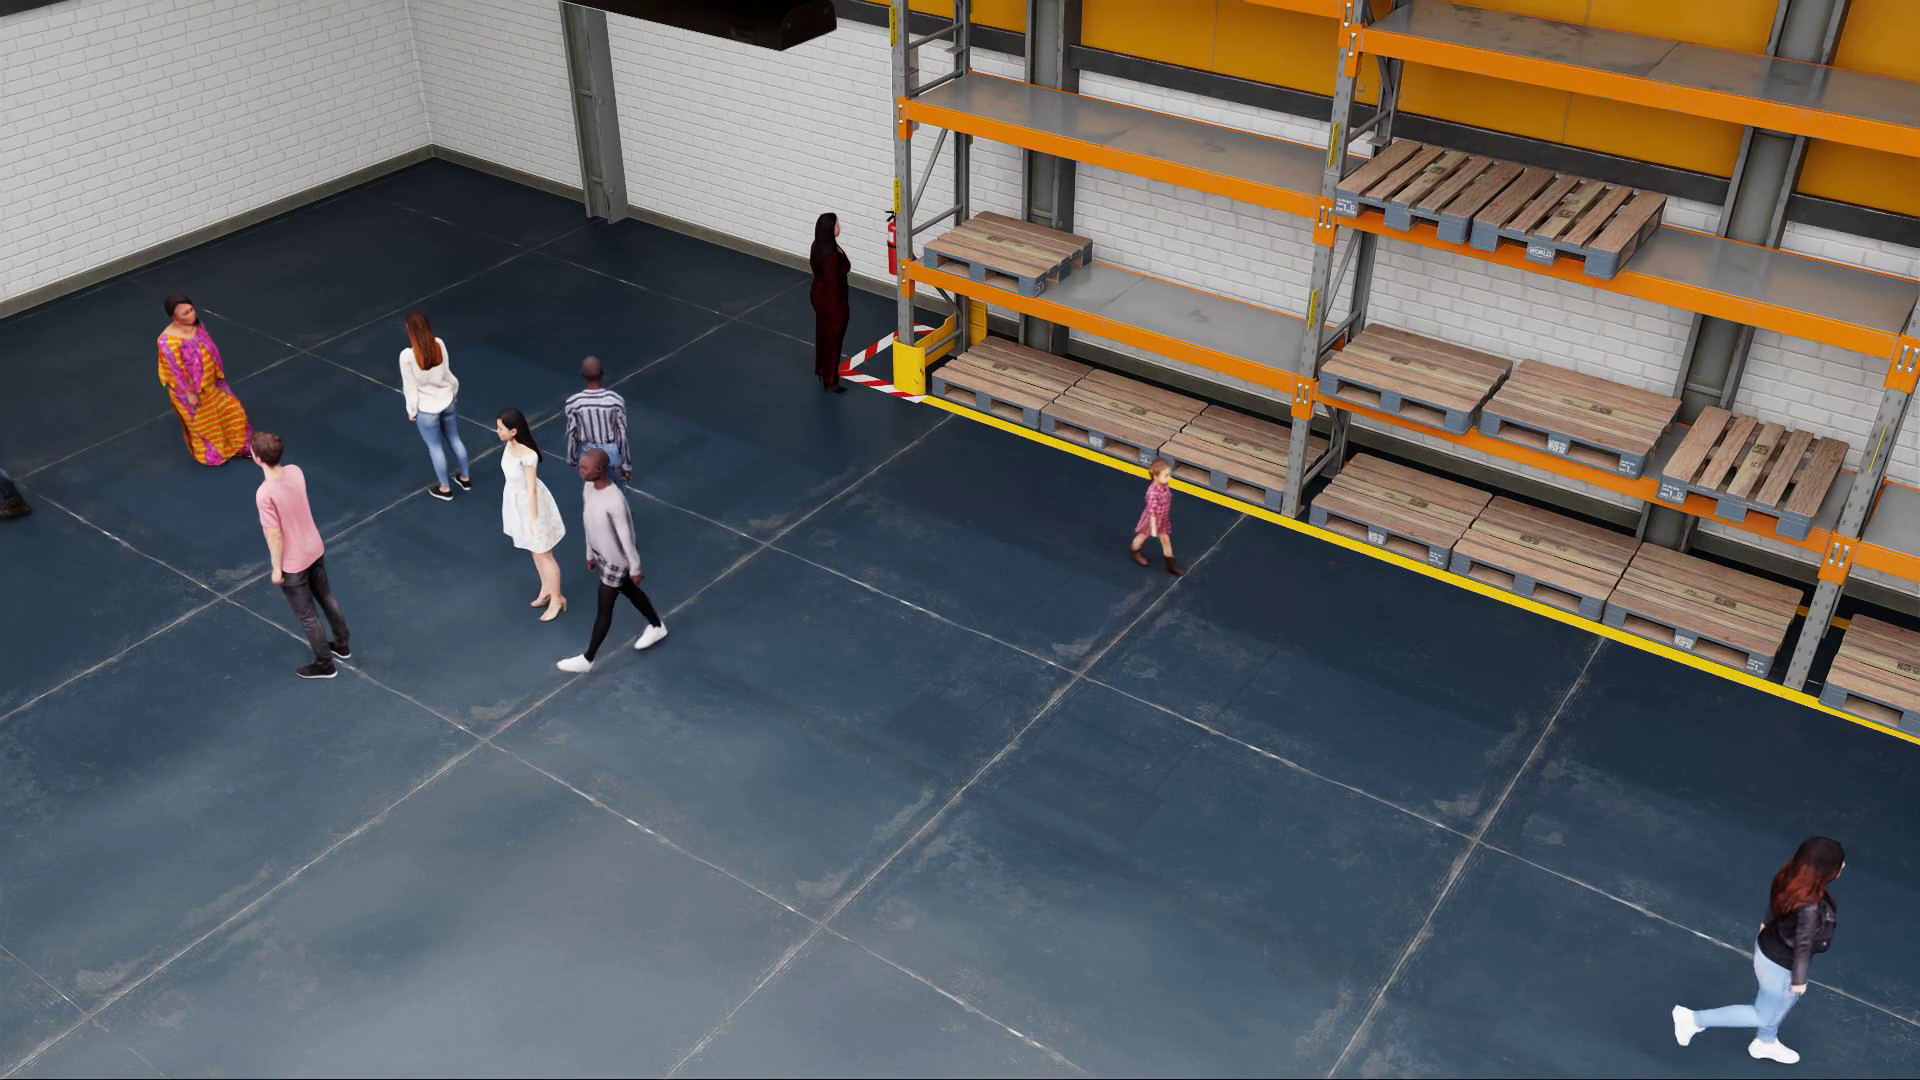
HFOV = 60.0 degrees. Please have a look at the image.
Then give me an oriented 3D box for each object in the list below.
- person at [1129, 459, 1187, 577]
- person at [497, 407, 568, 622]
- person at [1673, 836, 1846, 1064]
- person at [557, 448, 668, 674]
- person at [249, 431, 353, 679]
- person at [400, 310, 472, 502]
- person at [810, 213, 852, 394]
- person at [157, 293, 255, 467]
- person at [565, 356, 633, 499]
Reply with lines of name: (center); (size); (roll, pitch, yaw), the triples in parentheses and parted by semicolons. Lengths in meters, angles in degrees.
person: (1.497, -0.199, 13.045); (0.738, 1.001, 0.454); (23, 40, 31)
person: (-3.191, -0.199, 12.347); (0.807, 1.773, 0.697); (-20, 38, -27)
person: (4.300, 2.220, 8.857); (1.027, 1.609, 0.799); (10, 35, 14)
person: (-2.405, 0.102, 11.936); (0.889, 1.727, 1.153); (-27, 42, -34)
person: (-4.664, 0.108, 11.720); (0.675, 1.957, 0.708); (7, 34, 11)
person: (-4.367, -1.122, 13.809); (0.568, 1.691, 0.639); (25, 41, 33)
person: (-1.219, -2.204, 15.376); (0.838, 1.759, 0.749); (-11, 35, -16)
person: (-6.573, -1.372, 14.221); (0.924, 1.653, 0.810); (8, 34, 12)
person: (-2.760, -0.523, 12.875); (1.192, 1.729, 1.280); (-6, 34, -10)
